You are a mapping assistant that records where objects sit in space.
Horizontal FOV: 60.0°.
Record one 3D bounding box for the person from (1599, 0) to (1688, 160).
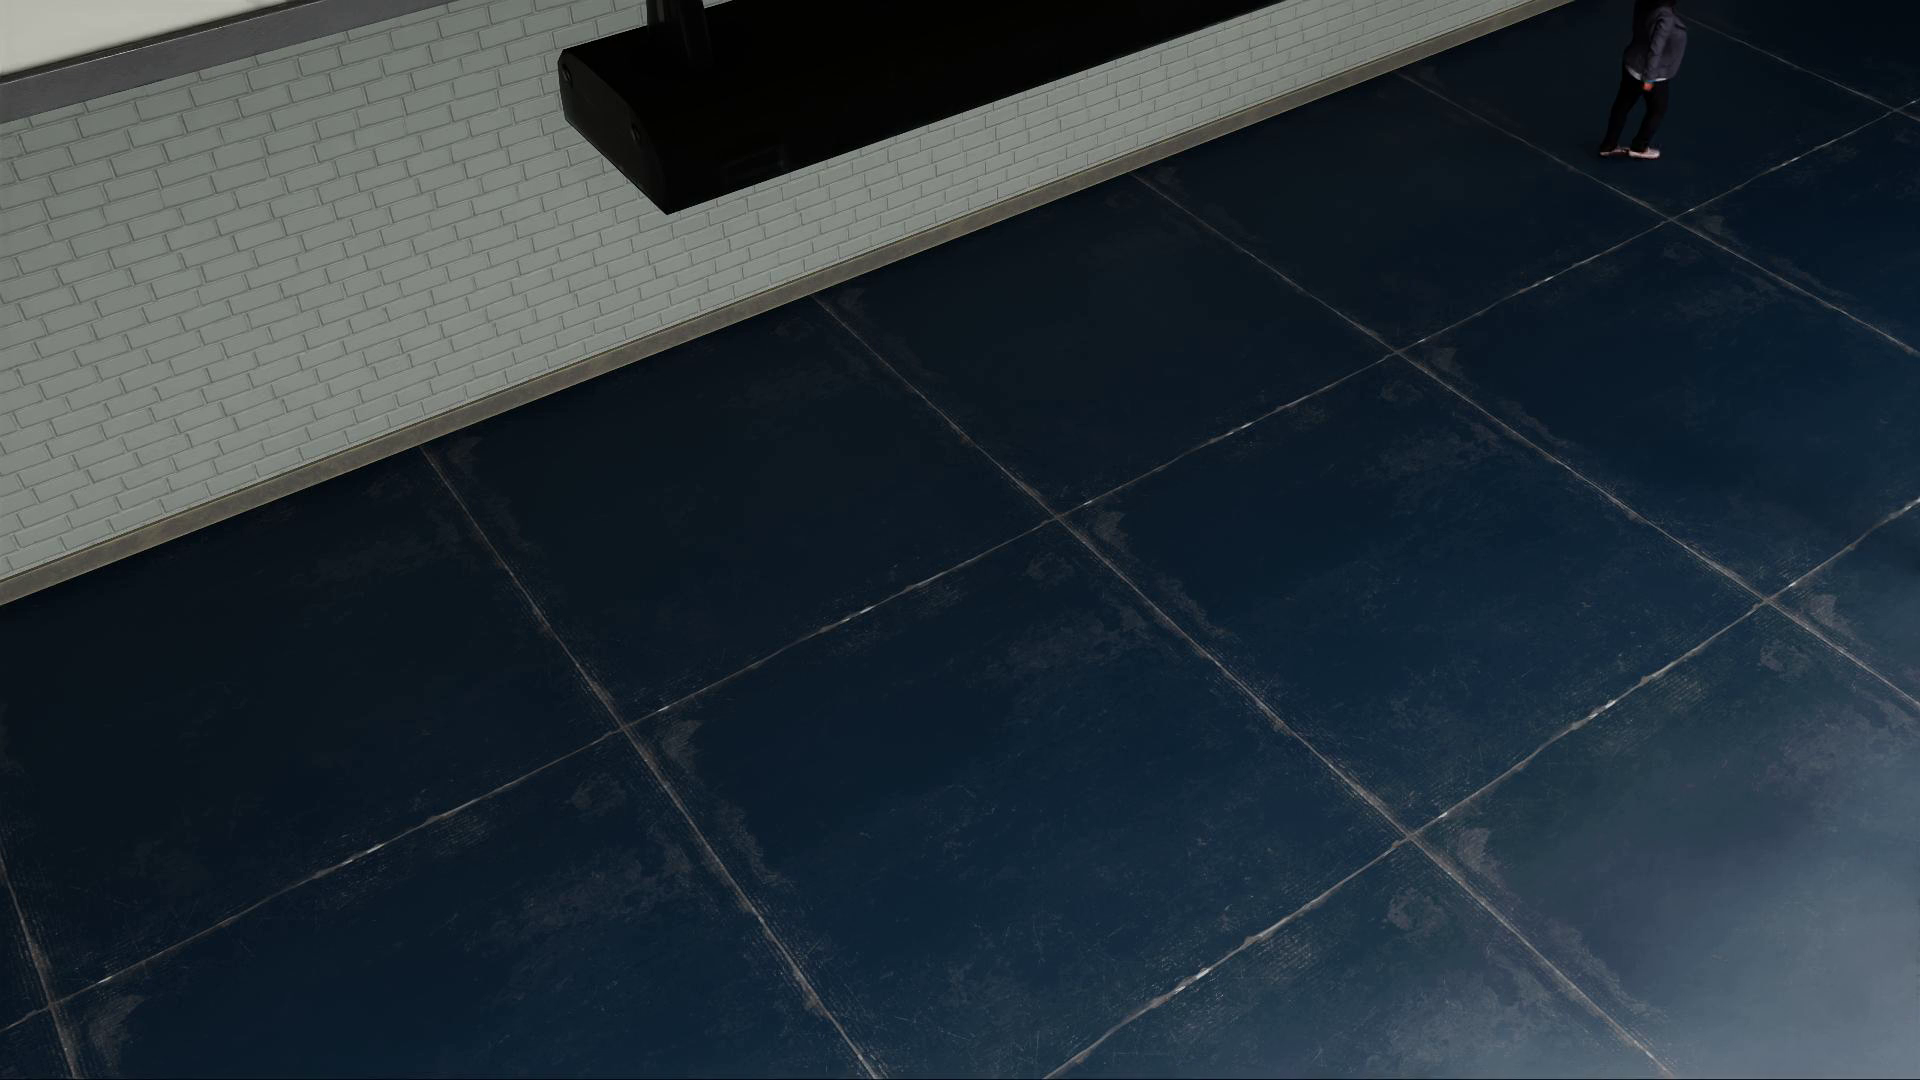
[{"bbox_3d":[5.314,-3.705,13.046,0.877,1.585,0.787,-7,43,-7],"label":"person"}]
